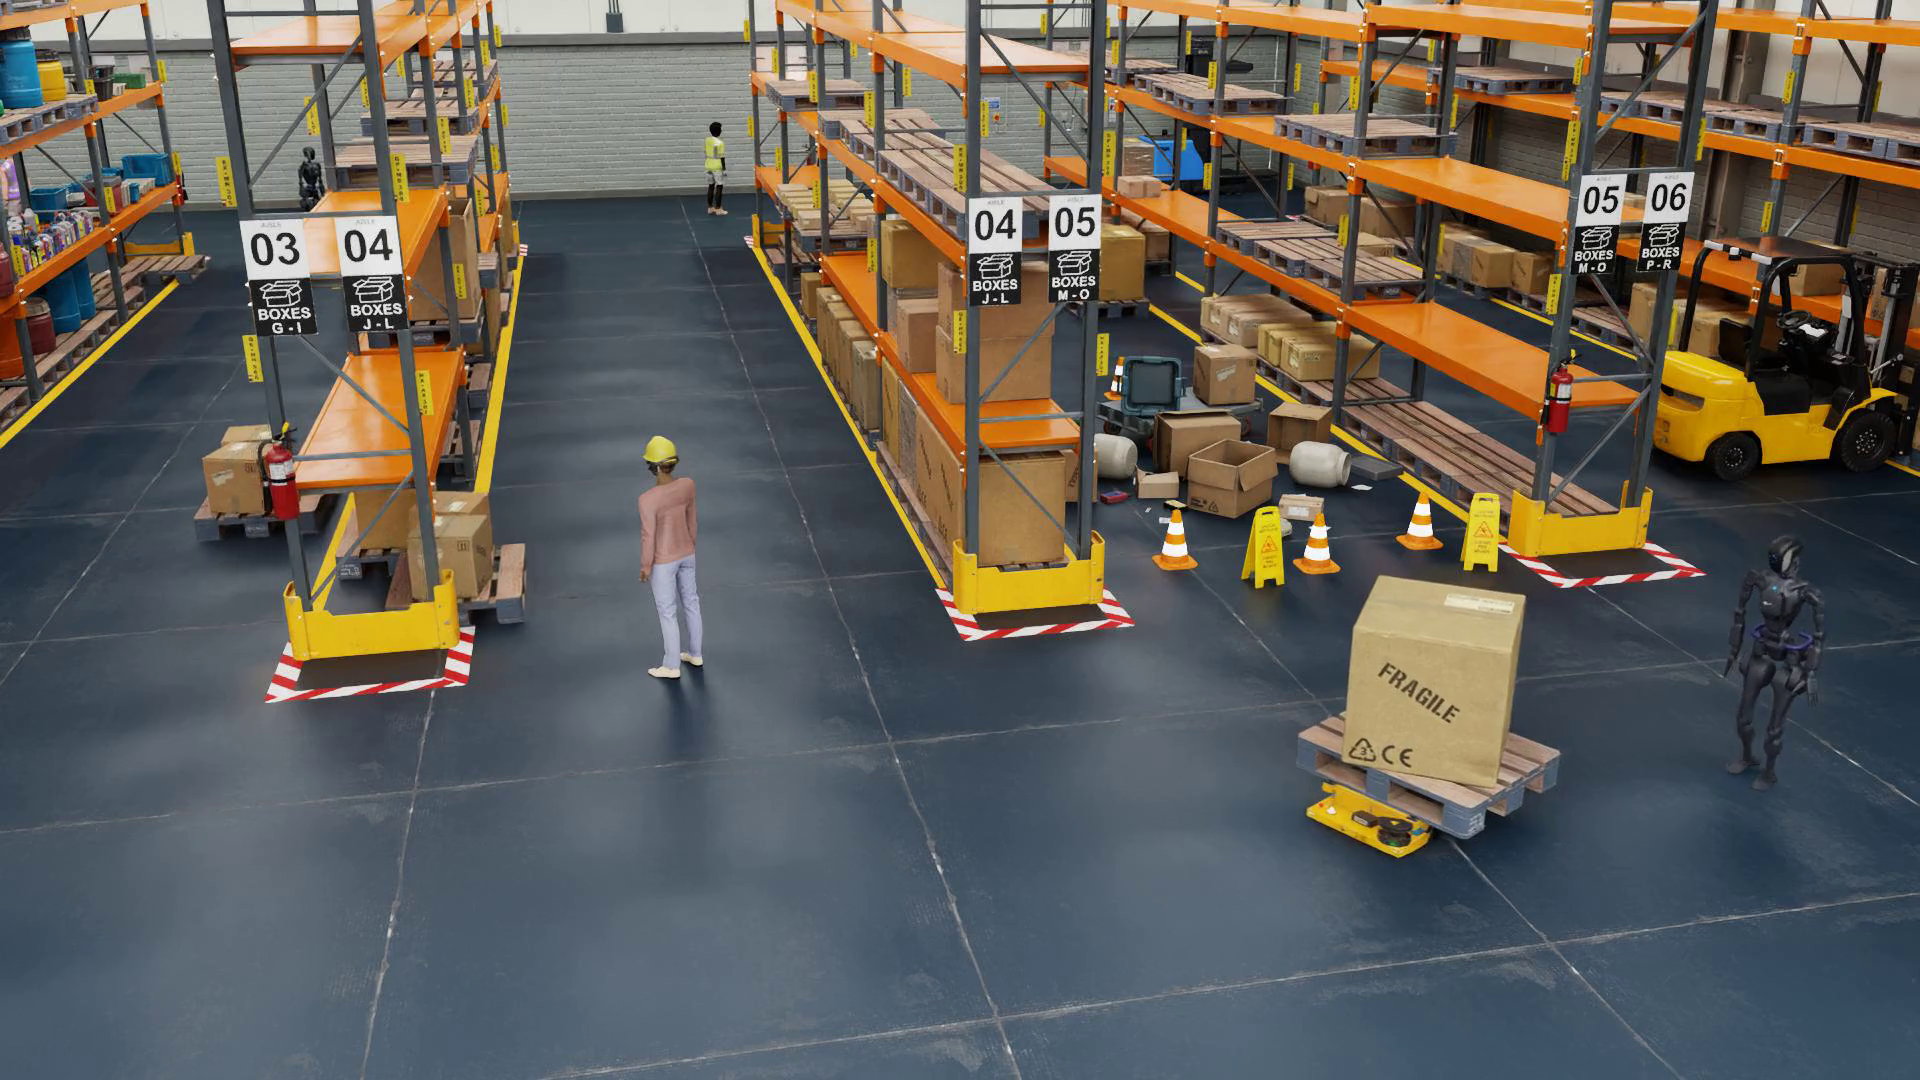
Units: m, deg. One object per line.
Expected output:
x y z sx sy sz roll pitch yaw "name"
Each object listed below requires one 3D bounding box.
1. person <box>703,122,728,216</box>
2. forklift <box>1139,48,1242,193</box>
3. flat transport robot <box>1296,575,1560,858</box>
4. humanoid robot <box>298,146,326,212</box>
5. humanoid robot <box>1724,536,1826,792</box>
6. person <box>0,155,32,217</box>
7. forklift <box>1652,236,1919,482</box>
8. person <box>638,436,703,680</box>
-4.478 -6.802 30.481 0.538 1.686 0.320 18 27 39 "person"
4.566 -8.313 32.860 1.873 2.768 1.129 -4 21 -12 "forklift"
2.832 1.511 10.133 1.431 0.231 0.659 -17 26 -39 "flat transport robot"
-10.770 -5.671 27.457 0.581 1.634 0.596 7 21 17 "humanoid robot"
4.992 0.748 10.184 0.331 1.644 0.614 -14 25 -33 "humanoid robot"
-15.368 -5.567 27.158 0.345 1.688 0.490 10 23 26 "person"
8.013 -1.814 16.330 2.313 2.155 1.214 -4 21 -12 "forklift"
-2.052 0.124 11.716 0.313 1.769 0.523 14 25 34 "person"
